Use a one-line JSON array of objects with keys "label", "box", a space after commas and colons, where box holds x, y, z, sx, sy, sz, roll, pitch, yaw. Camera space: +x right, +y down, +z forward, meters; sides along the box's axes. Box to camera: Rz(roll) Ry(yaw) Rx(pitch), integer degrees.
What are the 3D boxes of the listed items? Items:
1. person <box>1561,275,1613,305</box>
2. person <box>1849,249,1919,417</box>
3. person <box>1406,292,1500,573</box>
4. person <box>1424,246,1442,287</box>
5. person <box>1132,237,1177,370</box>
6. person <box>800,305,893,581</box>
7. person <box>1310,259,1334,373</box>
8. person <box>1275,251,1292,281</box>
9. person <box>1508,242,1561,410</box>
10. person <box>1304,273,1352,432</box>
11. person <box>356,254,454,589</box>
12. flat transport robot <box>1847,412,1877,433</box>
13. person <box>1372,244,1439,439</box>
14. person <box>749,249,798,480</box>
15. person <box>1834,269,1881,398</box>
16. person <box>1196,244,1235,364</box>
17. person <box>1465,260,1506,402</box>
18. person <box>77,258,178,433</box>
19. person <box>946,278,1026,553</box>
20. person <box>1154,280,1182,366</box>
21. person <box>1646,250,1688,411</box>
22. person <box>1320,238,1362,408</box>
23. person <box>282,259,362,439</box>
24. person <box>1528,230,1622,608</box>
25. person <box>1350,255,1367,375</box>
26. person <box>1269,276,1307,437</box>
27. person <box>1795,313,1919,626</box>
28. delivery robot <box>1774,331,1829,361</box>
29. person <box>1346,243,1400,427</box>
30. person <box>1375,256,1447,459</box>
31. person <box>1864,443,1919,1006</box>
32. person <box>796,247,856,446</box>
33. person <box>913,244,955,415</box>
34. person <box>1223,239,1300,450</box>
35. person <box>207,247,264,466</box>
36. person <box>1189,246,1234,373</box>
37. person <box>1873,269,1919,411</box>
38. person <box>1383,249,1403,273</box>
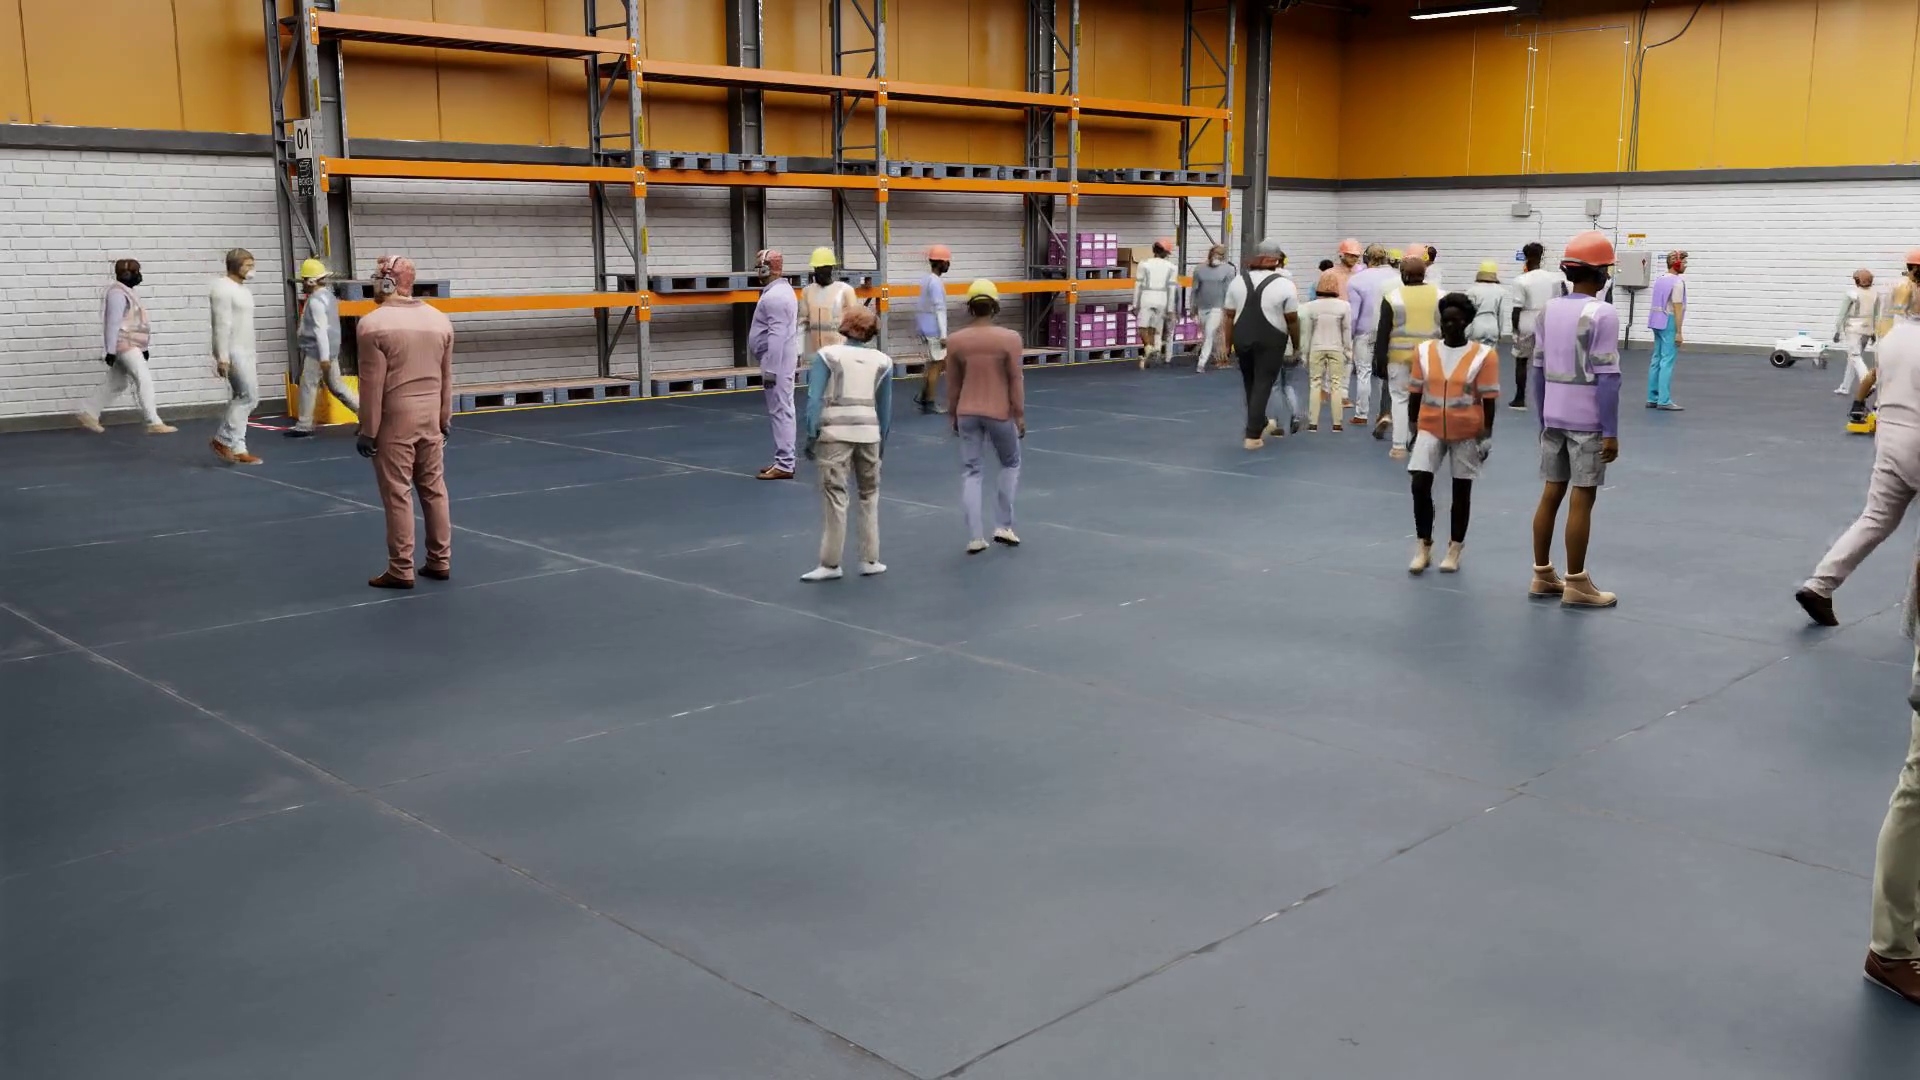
[{"label": "person", "box": [7.392, -2.530, 19.731, 0.616, 1.896, 0.700, 1, 10, 4]}, {"label": "person", "box": [10.417, -2.253, 18.307, 1.015, 1.866, 0.554, 8, 13, 38]}, {"label": "person", "box": [2.886, -0.616, 9.858, 0.552, 1.677, 0.565, 6, 12, 29]}, {"label": "person", "box": [7.027, -3.470, 24.964, 0.511, 1.860, 0.316, -9, 14, -42]}, {"label": "person", "box": [2.919, -3.512, 24.814, 0.658, 1.994, 0.709, -2, 10, -8]}, {"label": "person", "box": [-0.697, -0.570, 9.831, 0.645, 1.611, 0.331, -5, 12, -27]}, {"label": "person", "box": [5.371, -3.267, 24.338, 0.554, 1.674, 0.420, 6, 12, 31]}, {"label": "person", "box": [4.749, -3.454, 25.094, 0.514, 1.785, 1.057, 6, 12, 29]}, {"label": "person", "box": [6.612, -2.431, 19.059, 0.605, 1.945, 0.738, -1, 10, -7]}, {"label": "person", "box": [3.773, -1.925, 17.149, 0.498, 1.634, 0.278, 2, 11, 10]}, {"label": "person", "box": [-3.215, -0.679, 9.595, 0.410, 1.912, 0.651, 6, 12, 30]}, {"label": "flat transport robot", "box": [9.794, -1.162, 16.709, 0.652, 0.197, 1.431, -10, 14, -44]}, {"label": "person", "box": [4.472, -1.982, 16.657, 0.633, 1.949, 0.966, 2, 11, 13]}, {"label": "person", "box": [-1.553, -1.454, 13.849, 0.399, 1.905, 0.642, 0, 10, 2]}, {"label": "person", "box": [11.300, -2.593, 20.874, 0.524, 1.604, 0.813, -2, 11, -11]}, {"label": "person", "box": [4.013, -3.687, 26.066, 0.667, 1.887, 0.464, 8, 13, 36]}, {"label": "person", "box": [6.342, -2.524, 20.173, 0.499, 1.727, 0.474, -1, 10, -4]}, {"label": "person", "box": [-8.592, -1.970, 16.976, 0.907, 1.809, 0.640, -3, 11, -18]}, {"label": "person", "box": [0.183, -0.799, 10.692, 0.538, 1.740, 0.565, 4, 11, 20]}, {"label": "person", "box": [3.163, -3.466, 25.606, 0.509, 1.615, 0.608, 1, 10, 7]}, {"label": "person", "box": [8.209, -2.428, 19.314, 0.373, 1.845, 0.565, 0, 10, -2]}, {"label": "person", "box": [4.518, -2.536, 19.515, 0.651, 1.981, 0.422, -3, 11, -18]}, {"label": "person", "box": [-6.301, -1.894, 16.546, 0.883, 1.804, 0.593, -1, 10, -6]}, {"label": "person", "box": [3.383, -0.653, 9.088, 0.362, 2.048, 0.613, -4, 11, -19]}, {"label": "person", "box": [5.752, -3.366, 24.325, 0.427, 1.886, 0.594, -5, 12, -27]}, {"label": "person", "box": [3.215, -1.840, 16.744, 0.494, 1.614, 0.361, -2, 11, -12]}, {"label": "person", "box": [4.819, -0.445, 8.465, 0.942, 1.873, 0.651, -1, 10, -7]}, {"label": "delivery robot", "box": [12.855, -2.946, 25.407, 0.707, 0.478, 0.477, 8, 13, 39]}, {"label": "person", "box": [4.363, -2.162, 17.611, 0.627, 1.940, 0.376, -2, 11, -10]}, {"label": "person", "box": [4.060, -1.627, 14.975, 0.654, 1.830, 0.436, 0, 10, -2]}, {"label": "person", "box": [2.674, 0.297, 4.388, 0.518, 1.874, 0.326, -8, 13, -37]}, {"label": "person", "box": [-1.293, -1.810, 15.801, 0.603, 1.905, 0.712, 7, 12, 32]}, {"label": "person", "box": [-0.258, -2.361, 18.741, 0.413, 1.919, 0.566, -2, 11, -12]}, {"label": "person", "box": [2.945, -1.915, 15.985, 0.707, 2.000, 1.025, 7, 13, 35]}, {"label": "person", "box": [-6.317, -1.596, 14.581, 0.424, 1.917, 0.655, -1, 10, -4]}, {"label": "person", "box": [3.770, -3.437, 24.758, 0.660, 1.881, 0.978, 6, 12, 30]}, {"label": "person", "box": [10.752, -2.300, 18.988, 0.906, 1.716, 0.527, -5, 12, -27]}, {"label": "person", "box": [7.611, -4.228, 29.323, 0.799, 1.784, 0.615, 5, 11, 25]}]
